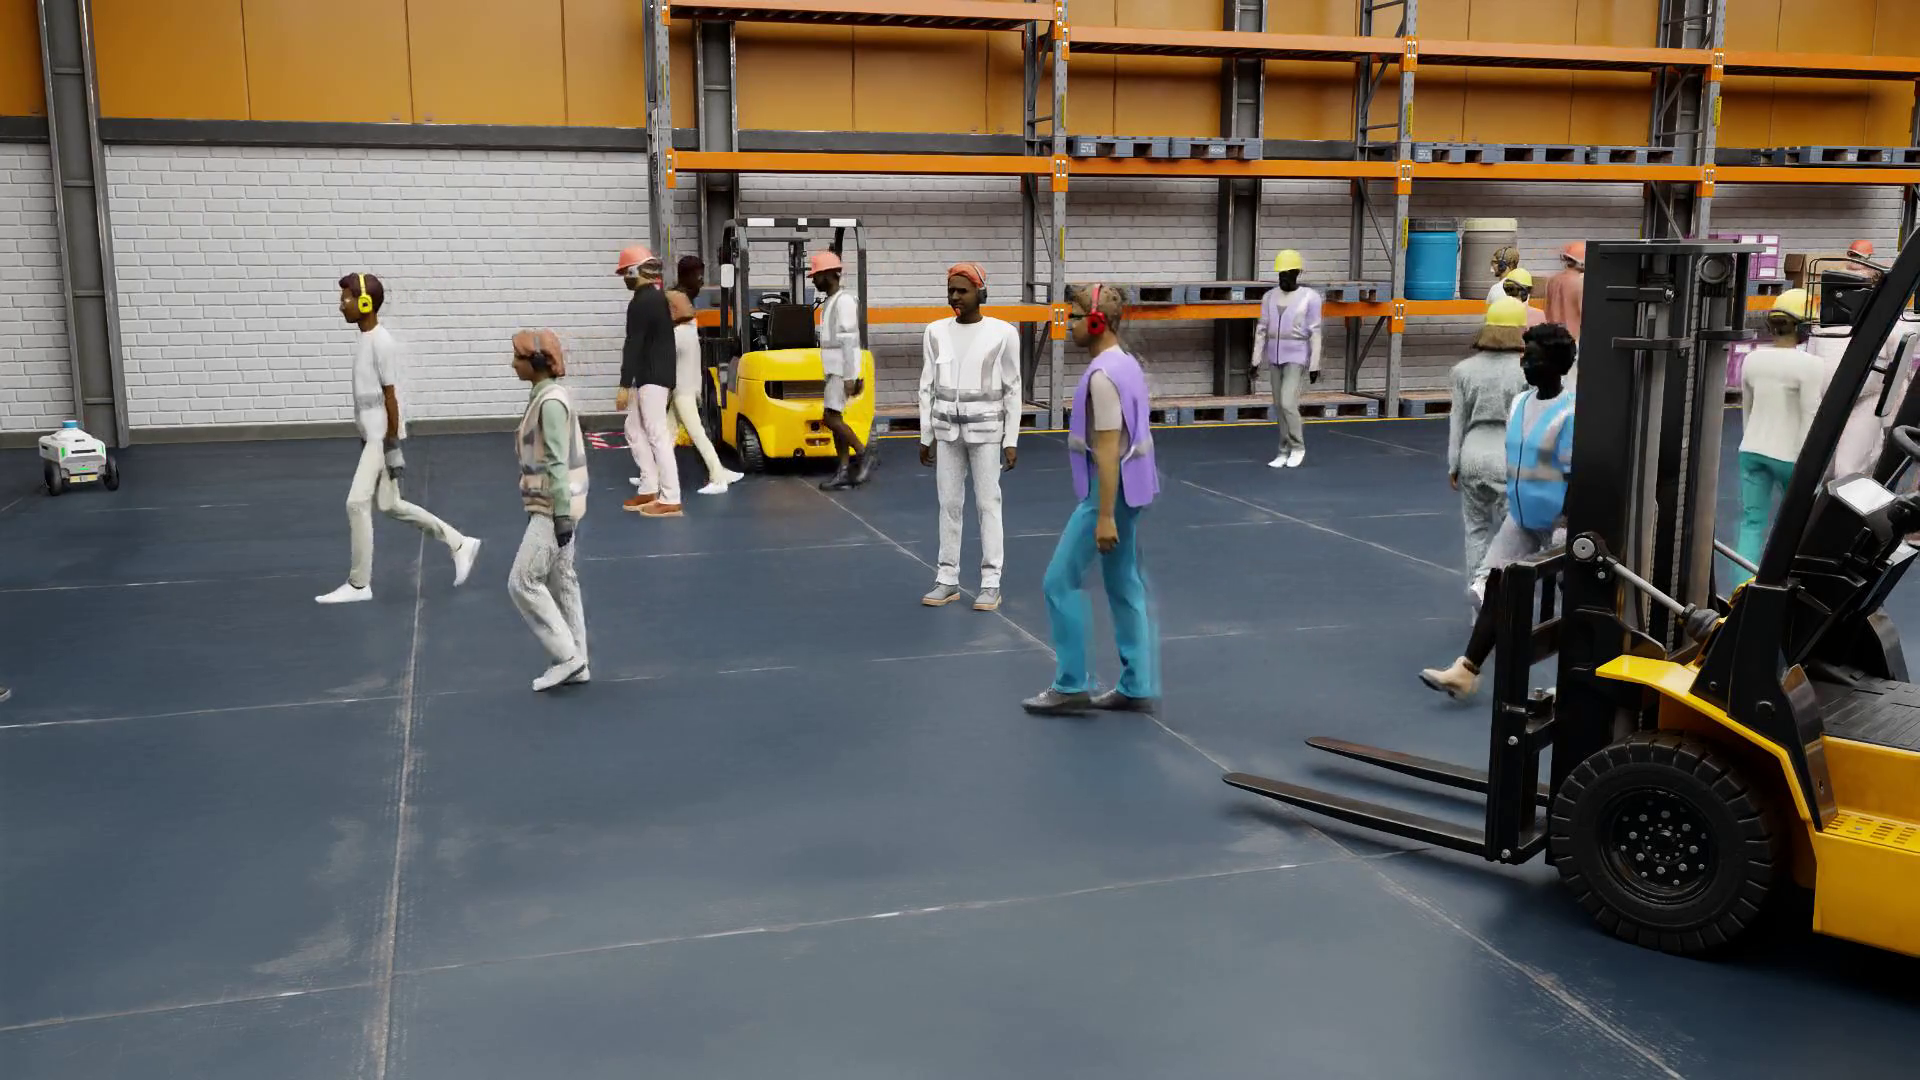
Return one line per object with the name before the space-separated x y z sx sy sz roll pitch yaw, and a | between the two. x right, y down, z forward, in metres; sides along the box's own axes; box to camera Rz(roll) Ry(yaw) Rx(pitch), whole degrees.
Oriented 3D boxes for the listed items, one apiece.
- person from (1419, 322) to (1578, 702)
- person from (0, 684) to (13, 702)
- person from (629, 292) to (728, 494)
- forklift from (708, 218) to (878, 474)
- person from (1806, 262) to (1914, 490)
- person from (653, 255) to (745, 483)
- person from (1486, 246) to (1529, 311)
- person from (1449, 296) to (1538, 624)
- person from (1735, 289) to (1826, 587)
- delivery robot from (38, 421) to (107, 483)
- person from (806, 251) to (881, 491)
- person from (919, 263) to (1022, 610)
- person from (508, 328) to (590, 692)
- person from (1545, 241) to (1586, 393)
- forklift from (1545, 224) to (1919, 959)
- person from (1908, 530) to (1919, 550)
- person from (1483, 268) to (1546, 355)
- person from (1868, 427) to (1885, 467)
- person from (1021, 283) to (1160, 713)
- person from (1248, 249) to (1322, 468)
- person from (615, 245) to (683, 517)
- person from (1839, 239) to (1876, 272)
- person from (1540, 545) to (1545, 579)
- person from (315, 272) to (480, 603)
person | 2.419 -0.089 7.094 0.843 1.648 0.552 -4 11 -20
person | -4.394 -0.181 7.161 0.589 1.827 0.403 9 14 41
person | -2.221 -1.152 13.116 0.856 1.585 0.510 1 10 8
forklift | -1.522 -1.778 14.899 1.214 2.155 2.313 -3 11 -17
person | 5.616 -0.815 10.445 0.732 1.887 0.661 -7 12 -32
person | -2.191 -1.362 13.521 0.934 1.865 0.649 -2 10 -9
person | 4.897 -1.673 15.021 0.361 1.938 0.635 8 13 37
person | 2.708 -0.375 8.500 0.487 1.728 0.551 7 13 35
person | 4.352 -0.442 8.791 0.522 1.749 0.532 -5 11 -24
delivery robot | -7.098 -0.711 13.290 0.477 0.478 0.707 -9 14 -41
person | -0.971 -1.336 13.253 0.461 1.909 0.579 -4 11 -21
person | 0.044 -0.556 9.053 0.586 1.882 0.341 4 11 23
person | -1.839 -0.119 7.359 0.404 1.622 0.548 -3 11 -17
person | 6.330 -2.094 17.233 0.449 1.969 0.642 -4 11 -20
forklift | 2.909 0.117 4.508 2.313 2.155 1.214 9 14 40
person | 6.562 -0.820 10.539 0.900 1.864 0.658 4 11 19
person | 4.620 -1.377 13.891 0.523 1.762 0.328 6 12 32
person | 6.502 -0.973 12.044 0.344 1.613 0.524 -1 10 -6
person | 0.522 -0.159 7.022 0.690 1.820 0.607 3 11 14
person | 2.839 -1.575 14.547 0.445 1.911 0.596 -9 14 -40
person | -2.301 -1.133 12.006 0.656 1.953 0.634 1 10 3
person | 10.490 -2.526 19.543 0.397 1.992 0.621 -5 11 -24
person | 3.626 -0.503 9.497 0.630 1.623 0.524 0 10 -2
person | -3.177 -0.570 9.295 0.845 1.835 0.512 -5 11 -24
